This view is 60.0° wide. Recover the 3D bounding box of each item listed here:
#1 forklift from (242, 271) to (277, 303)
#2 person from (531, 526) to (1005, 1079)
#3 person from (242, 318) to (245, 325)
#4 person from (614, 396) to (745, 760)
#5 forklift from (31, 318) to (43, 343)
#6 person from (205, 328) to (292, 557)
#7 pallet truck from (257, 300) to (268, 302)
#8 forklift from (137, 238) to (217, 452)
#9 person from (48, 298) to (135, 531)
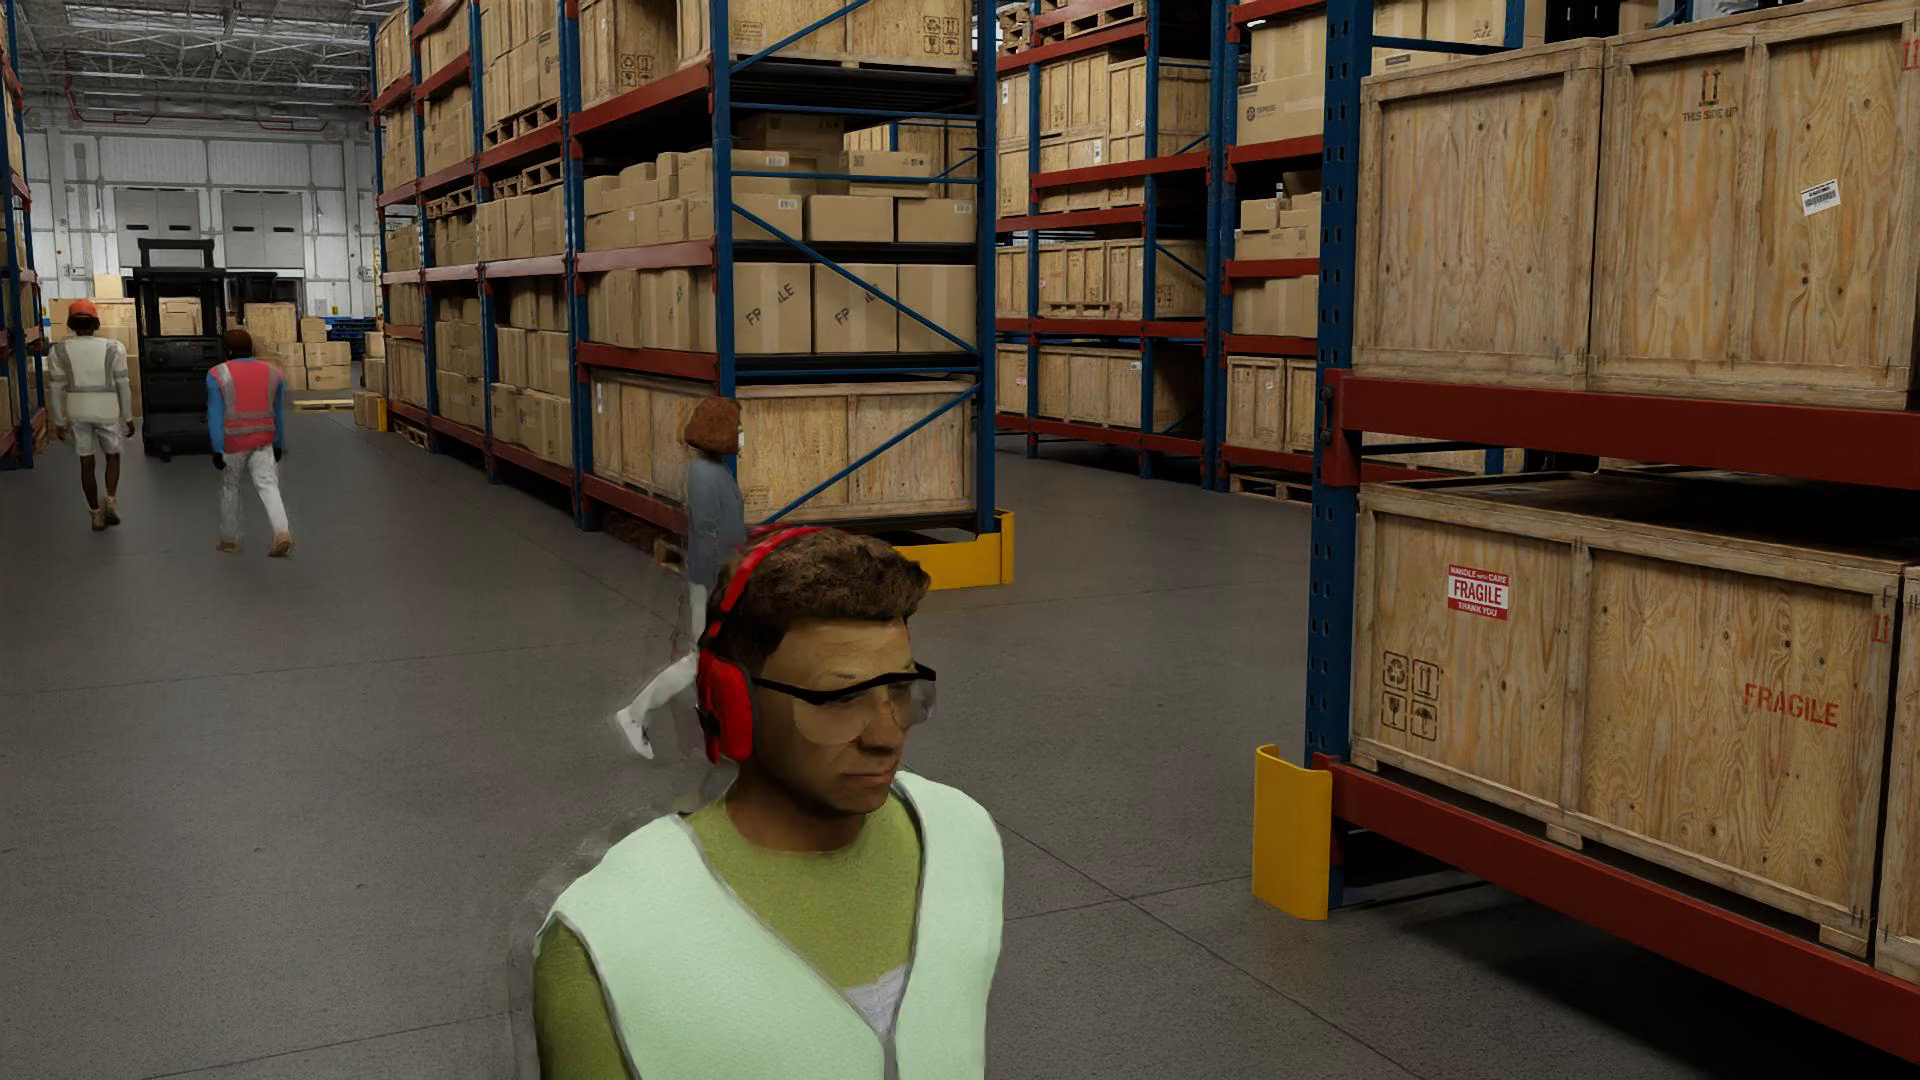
[{"bbox_3d":[-20.652,-6.547,49.238,1.873,2.768,1.129,6,10,37],"label":"forklift"},{"bbox_3d":[-0.203,0.871,1.749,0.575,1.816,0.841,-8,11,-44],"label":"person"},{"bbox_3d":[-16.562,-4.600,39.150,0.590,1.910,0.388,-7,11,-41],"label":"person"},{"bbox_3d":[-1.102,0.179,7.182,0.736,1.609,0.504,1,8,5],"label":"person"},{"bbox_3d":[-30.587,-7.279,54.283,1.129,2.768,1.873,-4,9,-26],"label":"forklift"},{"bbox_3d":[-5.574,-0.762,13.050,0.931,1.806,0.637,7,11,41],"label":"person"},{"bbox_3d":[-23.913,-7.404,58.171,1.885,1.965,0.823,-1,8,-9],"label":"pallet truck"},{"bbox_3d":[-10.493,-2.661,22.441,1.129,2.768,1.873,-4,9,-26],"label":"forklift"},{"bbox_3d":[-7.569,-1.089,14.518,0.645,2.027,0.477,-4,9,-25],"label":"person"}]
